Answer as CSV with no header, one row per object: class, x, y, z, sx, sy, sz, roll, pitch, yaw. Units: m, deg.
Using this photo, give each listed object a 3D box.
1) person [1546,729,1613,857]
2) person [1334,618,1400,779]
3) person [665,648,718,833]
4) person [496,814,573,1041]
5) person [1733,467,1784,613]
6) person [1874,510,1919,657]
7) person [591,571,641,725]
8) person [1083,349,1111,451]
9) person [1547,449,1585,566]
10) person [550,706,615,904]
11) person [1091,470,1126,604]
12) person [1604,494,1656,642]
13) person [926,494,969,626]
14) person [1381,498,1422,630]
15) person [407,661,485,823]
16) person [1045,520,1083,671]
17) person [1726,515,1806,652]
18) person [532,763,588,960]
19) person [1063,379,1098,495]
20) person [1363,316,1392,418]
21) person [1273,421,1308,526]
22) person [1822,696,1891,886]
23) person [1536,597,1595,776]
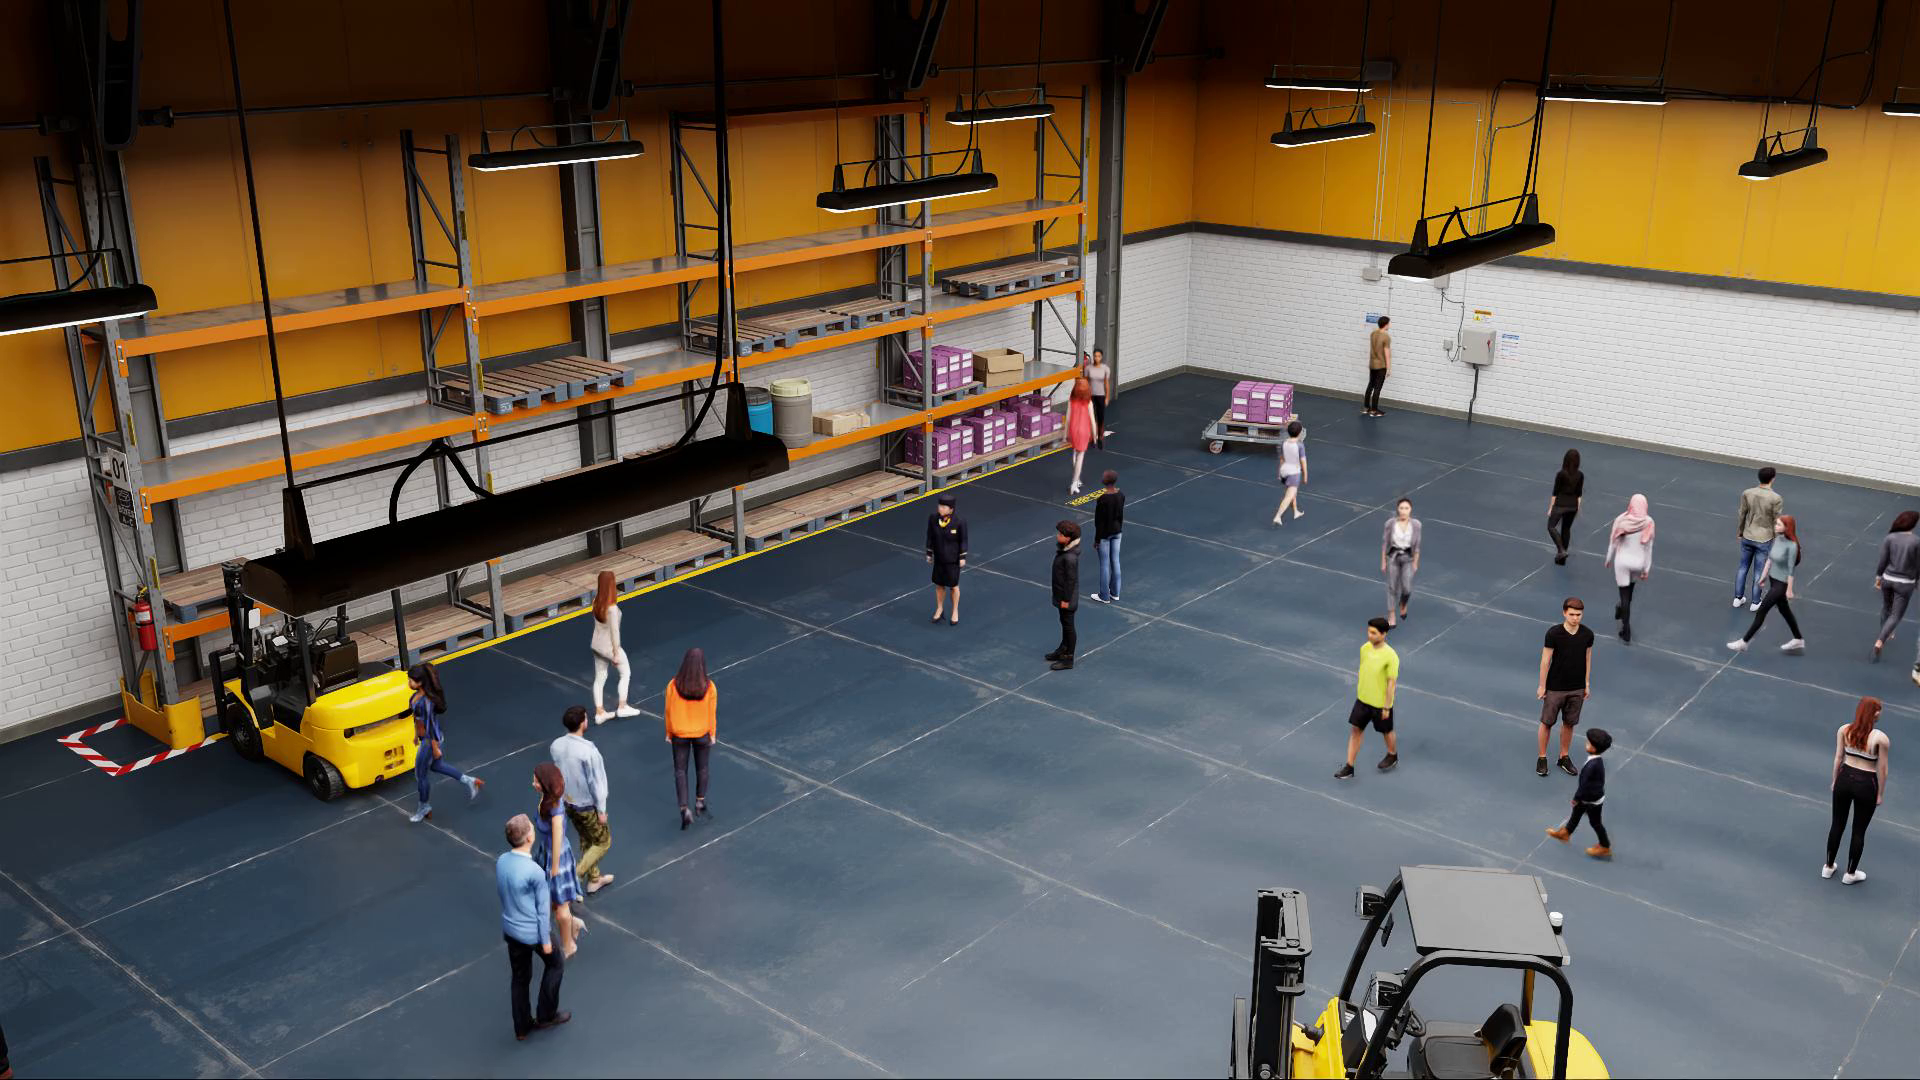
person,5.791,2.320,15.120,0.644,1.198,0.792,11,22,30
person,4.205,1.569,16.617,1.132,1.665,0.781,-14,23,-36
person,-2.532,1.865,15.626,0.978,1.737,1.030,-4,19,-11
person,-3.278,2.923,12.382,0.719,1.802,0.695,11,22,30
person,10.074,-0.023,21.025,0.642,1.869,0.737,-15,24,-38
person,11.030,0.530,19.590,1.131,1.737,0.723,-15,24,-38
person,-3.835,1.179,17.737,0.592,1.690,0.691,14,23,35
person,2.309,-2.431,28.392,0.757,1.732,0.800,4,19,11
person,8.235,-0.410,22.547,0.787,1.631,0.846,-2,19,-6
person,-3.278,2.289,14.276,0.737,1.794,0.936,14,23,36
person,1.917,-0.059,21.321,0.549,1.749,0.703,-13,23,-34
person,8.084,0.363,20.053,1.022,1.757,1.250,3,19,9
person,-0.154,0.226,20.598,0.770,1.669,0.741,8,20,21
person,5.420,0.262,20.495,0.740,1.668,0.787,5,19,14
person,-4.949,1.892,15.764,1.051,1.598,0.869,-8,20,-22
person,1.238,0.615,19.267,0.793,1.781,0.734,-2,19,-5
person,9.721,0.557,19.575,1.131,1.695,1.157,1,19,3
person,-3.179,2.590,13.380,0.847,1.797,0.810,-8,20,-23
person,1.806,-1.574,25.727,0.711,1.806,0.807,11,21,29
person,7.643,-3.189,30.455,0.733,1.850,0.756,-9,21,-24
person,4.809,-0.951,24.314,1.066,1.529,0.682,-15,24,-38
person,7.881,2.190,14.636,0.556,1.752,0.611,-16,25,-40
person,6.069,1.444,16.682,0.763,1.861,0.810,-1,19,-2
